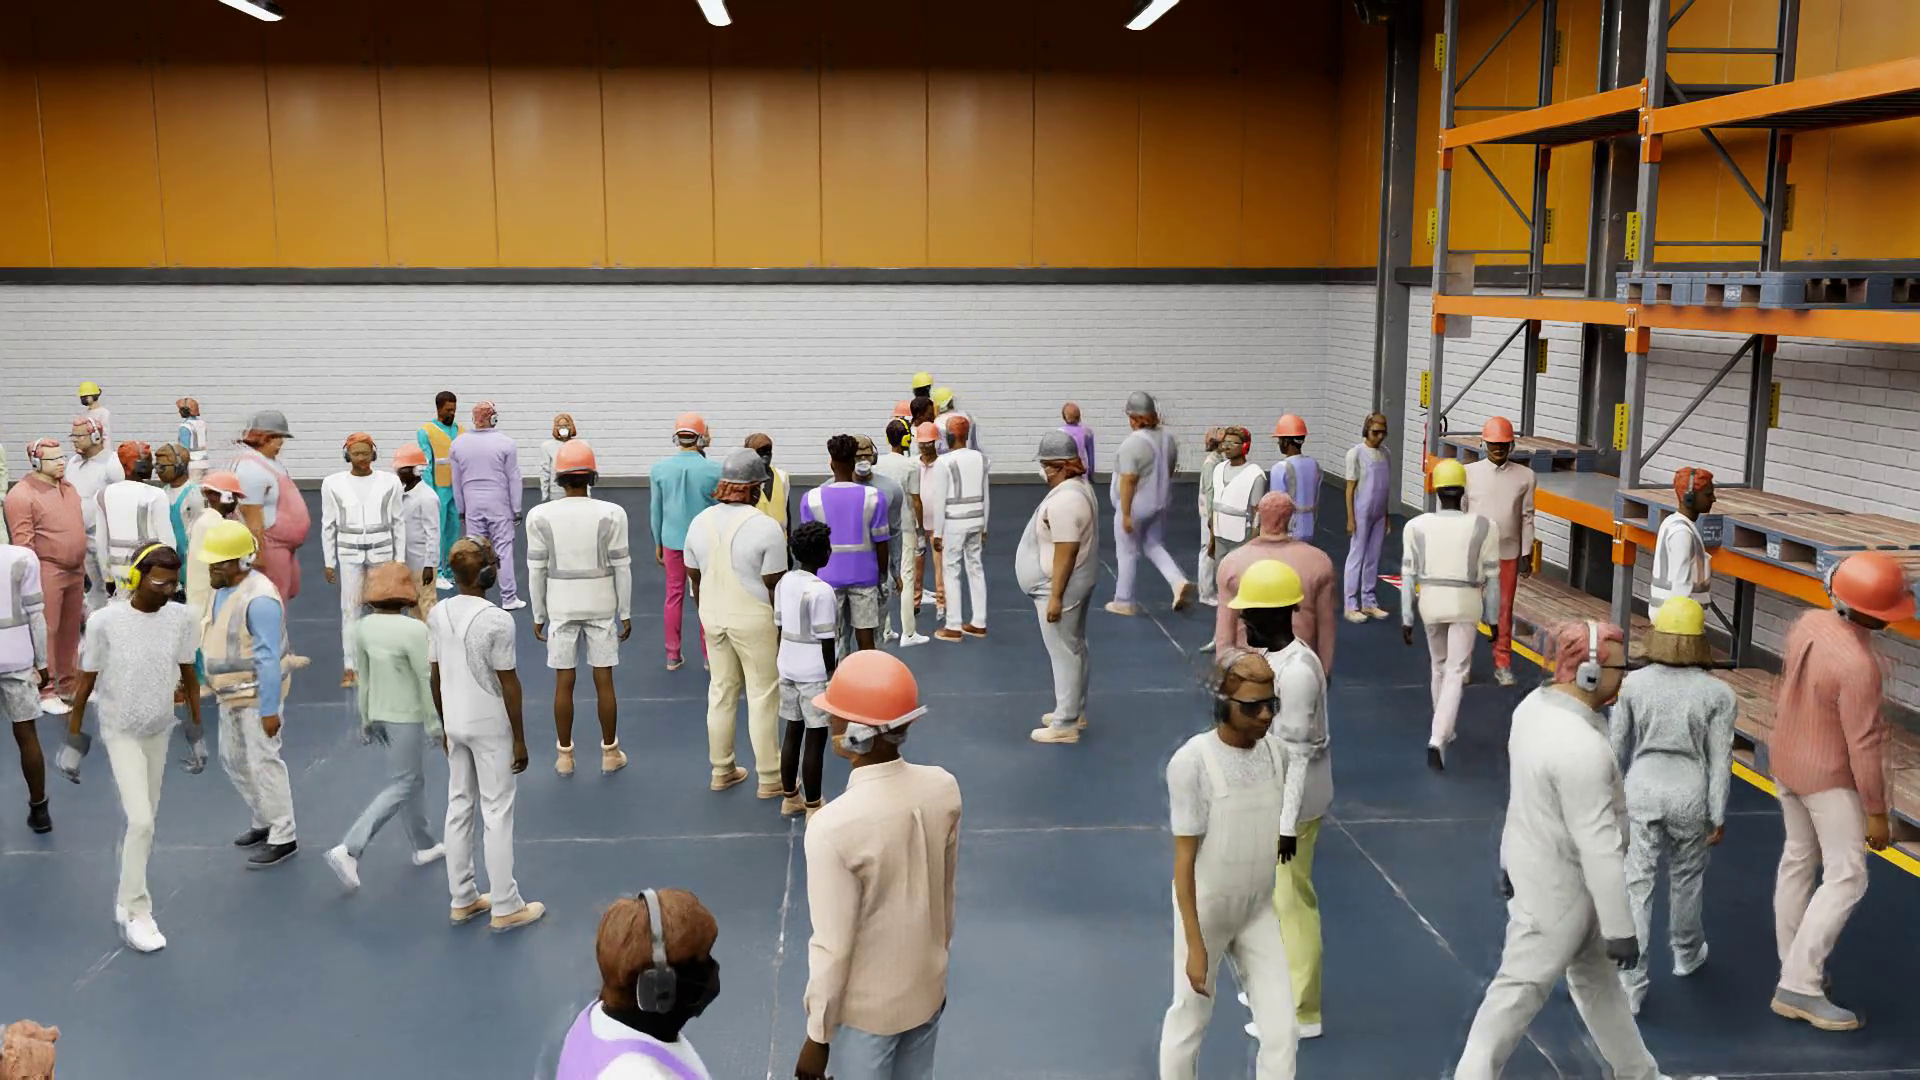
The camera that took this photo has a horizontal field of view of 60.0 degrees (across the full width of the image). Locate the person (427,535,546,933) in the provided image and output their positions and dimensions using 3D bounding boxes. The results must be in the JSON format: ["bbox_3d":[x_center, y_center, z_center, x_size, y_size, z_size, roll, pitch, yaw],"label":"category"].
[{"bbox_3d":[-2.205,0.890,7.680,0.507,1.846,0.344,4,10,26],"label":"person"}]

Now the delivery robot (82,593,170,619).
[{"bbox_3d":[-7.071,0.464,14.091,0.477,0.478,0.707,8,12,43],"label":"delivery robot"}]

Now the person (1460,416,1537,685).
[{"bbox_3d":[3.930,0.082,12.290,0.612,1.995,0.382,1,9,5],"label":"person"}]

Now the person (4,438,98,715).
[{"bbox_3d":[-6.277,0.242,11.564,0.408,1.908,0.644,1,9,5],"label":"person"}]

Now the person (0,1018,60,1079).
[{"bbox_3d":[-1.798,1.701,3.282,0.555,1.618,0.538,8,12,43],"label":"person"}]

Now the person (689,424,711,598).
[{"bbox_3d":[-2.448,-0.275,15.627,0.310,1.644,0.514,-1,9,-7],"label":"person"}]

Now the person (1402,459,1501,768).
[{"bbox_3d":[3.039,0.443,10.376,0.594,1.892,0.928,5,10,27],"label":"person"}]

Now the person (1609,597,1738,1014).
[{"bbox_3d":[2.965,1.074,6.972,0.502,1.709,0.726,5,10,30],"label":"person"}]

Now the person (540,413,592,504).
[{"bbox_3d":[-4.002,-0.473,16.902,0.507,1.633,0.277,-3,9,-17],"label":"person"}]

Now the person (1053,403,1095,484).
[{"bbox_3d":[1.270,-0.726,18.588,0.531,1.613,0.800,-1,9,-9],"label":"person"}]

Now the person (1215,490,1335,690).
[{"bbox_3d":[1.696,0.669,8.971,0.642,1.872,0.876,1,9,8],"label":"person"}]

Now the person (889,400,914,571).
[{"bbox_3d":[-0.559,-0.559,17.069,0.328,1.752,0.563,-3,9,-17],"label":"person"}]

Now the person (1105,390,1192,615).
[{"bbox_3d":[1.650,-0.322,14.680,0.694,2.000,0.740,-8,12,-40],"label":"person"}]

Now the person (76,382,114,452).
[{"bbox_3d":[-10.356,-1.019,19.944,0.522,1.762,0.337,5,10,29],"label":"person"}]

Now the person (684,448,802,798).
[{"bbox_3d":[-1.228,0.471,9.698,0.682,2.000,0.537,5,10,30],"label":"person"}]

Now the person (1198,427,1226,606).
[{"bbox_3d":[2.339,-0.220,15.295,0.308,1.639,0.524,3,9,16],"label":"person"}]

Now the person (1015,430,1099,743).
[{"bbox_3d":[0.628,0.289,10.842,0.536,2.000,0.688,2,9,15],"label":"person"}]

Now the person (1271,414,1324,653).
[{"bbox_3d":[2.626,-0.035,13.230,0.543,1.929,0.382,-7,11,-37],"label":"person"}]

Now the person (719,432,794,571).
[{"bbox_3d":[-1.523,0.102,12.639,0.624,1.845,0.430,-8,12,-40],"label":"person"}]

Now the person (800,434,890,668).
[{"bbox_3d":[-0.771,0.261,11.266,0.603,1.962,0.367,-1,9,-4],"label":"person"}]

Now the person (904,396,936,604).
[{"bbox_3d":[-0.383,-0.372,15.373,0.379,1.918,0.596,-1,9,-3],"label":"person"}]

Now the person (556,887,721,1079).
[{"bbox_3d":[-0.693,1.597,3.399,0.913,1.815,0.614,-2,9,-14],"label":"person"}]

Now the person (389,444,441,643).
[{"bbox_3d":[-4.156,0.142,12.671,0.333,1.750,0.566,-8,12,-42],"label":"person"}]

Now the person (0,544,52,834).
[{"bbox_3d":[-5.204,0.653,8.924,0.548,1.929,0.388,-6,11,-32],"label":"person"}]

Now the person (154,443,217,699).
[{"bbox_3d":[-5.532,0.221,11.884,0.508,1.842,0.332,7,11,37],"label":"person"}]

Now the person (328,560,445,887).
[{"bbox_3d":[-2.856,0.906,8.314,0.508,1.604,0.738,7,11,37],"label":"person"}]

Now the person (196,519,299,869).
[{"bbox_3d":[-3.645,0.776,8.497,0.627,1.810,0.446,9,13,44],"label":"person"}]

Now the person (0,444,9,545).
[{"bbox_3d":[-9.881,-0.463,16.841,0.506,1.632,0.268,2,9,10],"label":"person"}]

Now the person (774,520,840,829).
[{"bbox_3d":[-0.822,0.733,9.133,0.317,1.695,0.540,-6,11,-34],"label":"person"}]

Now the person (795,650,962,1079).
[{"bbox_3d":[-0.232,1.288,4.706,0.373,1.997,0.618,6,11,35],"label":"person"}]

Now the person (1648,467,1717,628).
[{"bbox_3d":[4.337,0.498,10.036,0.343,1.884,0.590,3,10,19],"label":"person"}]

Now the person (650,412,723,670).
[{"bbox_3d":[-2.065,0.013,12.762,0.606,1.986,0.405,1,9,3],"label":"person"}]

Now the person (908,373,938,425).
[{"bbox_3d":[-0.402,-0.989,19.331,0.434,1.905,0.599,4,10,21],"label":"person"}]

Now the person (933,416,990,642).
[{"bbox_3d":[0.013,-0.100,13.828,0.583,1.874,0.353,-8,12,-42],"label":"person"}]

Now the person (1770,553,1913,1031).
[{"bbox_3d":[3.510,0.988,6.790,0.421,1.942,0.694,0,9,-1],"label":"person"}]

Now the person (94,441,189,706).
[{"bbox_3d":[-5.708,0.251,11.589,0.585,1.876,0.337,2,9,12],"label":"person"}]

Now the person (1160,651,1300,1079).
[{"bbox_3d":[0.916,1.268,5.406,0.533,1.817,0.798,-5,10,-27],"label":"person"}]

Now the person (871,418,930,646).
[{"bbox_3d":[-0.498,-0.065,13.601,0.533,1.870,0.315,6,11,31],"label":"person"}]

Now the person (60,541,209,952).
[{"bbox_3d":[-3.689,0.922,7.533,0.719,1.826,0.598,6,11,34],"label":"person"}]

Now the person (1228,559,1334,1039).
[{"bbox_3d":[1.264,1.025,6.637,0.426,1.915,0.583,0,9,0],"label":"person"}]

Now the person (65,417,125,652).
[{"bbox_3d":[-6.877,-0.026,13.241,0.651,1.906,0.403,4,10,23],"label":"person"}]

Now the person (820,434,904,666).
[{"bbox_3d":[-0.687,0.232,11.524,0.636,1.939,0.364,-3,10,-21],"label":"person"}]

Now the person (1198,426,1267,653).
[{"bbox_3d":[2.184,0.017,13.146,0.390,1.850,0.565,-6,11,-31],"label":"person"}]

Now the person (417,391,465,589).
[{"bbox_3d":[-4.999,-0.492,16.151,0.392,1.914,0.587,4,10,22],"label":"person"}]

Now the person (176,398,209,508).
[{"bbox_3d":[-8.763,-0.813,19.048,0.311,1.633,0.518,0,9,0],"label":"person"}]

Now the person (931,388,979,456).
[{"bbox_3d":[-0.075,-0.802,18.501,0.655,1.784,0.427,-6,11,-33],"label":"person"}]

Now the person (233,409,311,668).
[{"bbox_3d":[-5.336,-0.019,12.776,0.646,2.000,0.694,-2,9,-13],"label":"person"}]

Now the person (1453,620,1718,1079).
[{"bbox_3d":[2.171,1.195,5.710,0.989,1.852,0.678,1,9,9],"label":"person"}]

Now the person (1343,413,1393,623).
[{"bbox_3d":[3.580,-0.200,14.546,0.520,1.837,0.331,-6,11,-34],"label":"person"}]

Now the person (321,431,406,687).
[{"bbox_3d":[-4.385,0.141,12.261,0.584,1.883,0.346,-3,10,-20],"label":"person"}]

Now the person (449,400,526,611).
[{"bbox_3d":[-4.234,-0.302,14.979,0.640,1.909,0.409,1,9,6],"label":"person"}]

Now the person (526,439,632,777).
[{"bbox_3d":[-2.282,0.415,10.031,0.608,2.048,0.363,-1,9,-7],"label":"person"}]
